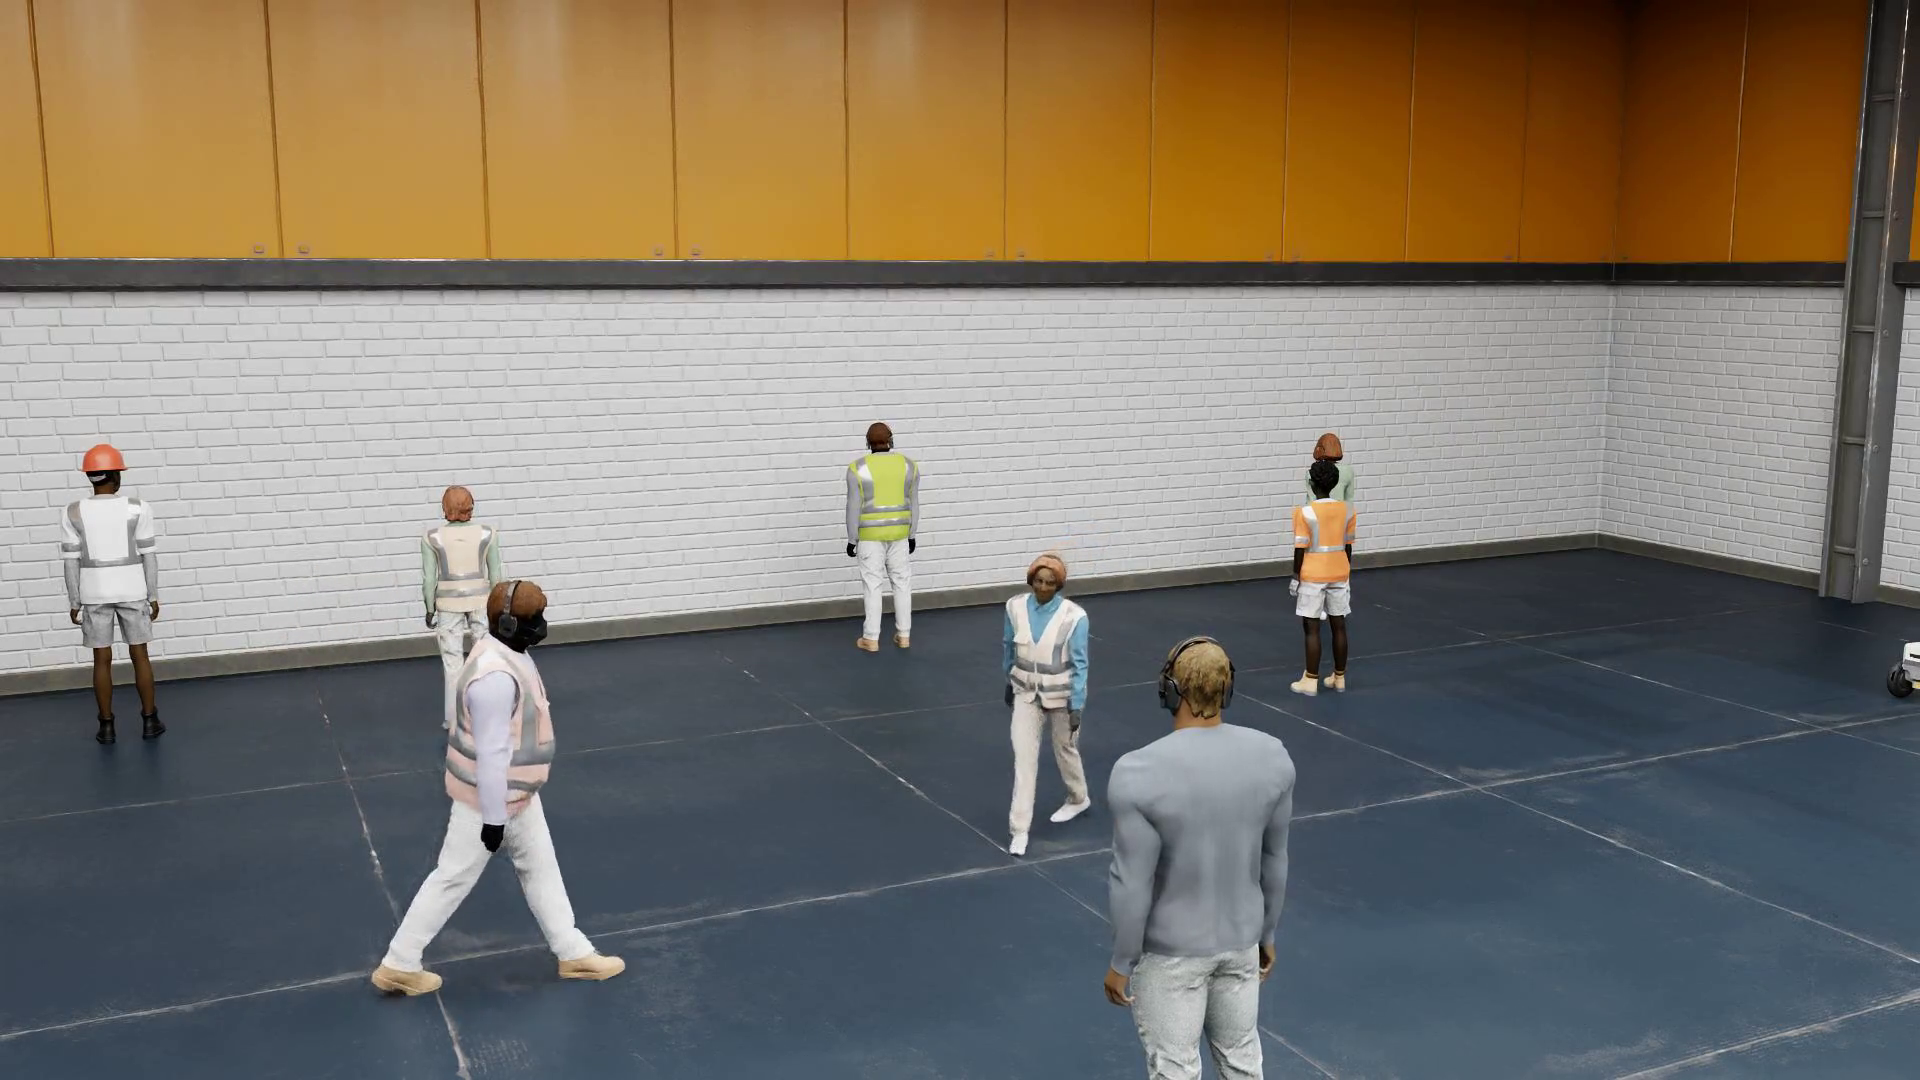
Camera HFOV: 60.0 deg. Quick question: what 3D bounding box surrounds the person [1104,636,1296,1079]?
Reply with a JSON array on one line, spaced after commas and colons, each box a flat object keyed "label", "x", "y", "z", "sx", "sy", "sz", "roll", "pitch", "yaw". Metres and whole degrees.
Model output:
[{"label": "person", "x": 0.725, "y": 1.249, "z": 5.134, "sx": 0.629, "sy": 1.940, "sz": 0.377, "roll": -4, "pitch": 10, "yaw": -23}]

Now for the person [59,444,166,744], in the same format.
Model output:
[{"label": "person", "x": -5.461, "y": 0.350, "z": 10.728, "sx": 0.547, "sy": 1.934, "sz": 0.375, "roll": -4, "pitch": 10, "yaw": -23}]

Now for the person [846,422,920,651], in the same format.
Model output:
[{"label": "person", "x": -0.632, "y": -0.027, "z": 13.364, "sx": 0.624, "sy": 1.841, "sz": 0.430, "roll": -4, "pitch": 10, "yaw": -23}]

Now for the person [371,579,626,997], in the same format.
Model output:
[{"label": "person", "x": -1.984, "y": 1.042, "z": 6.942, "sx": 1.019, "sy": 1.787, "sz": 0.631, "roll": -1, "pitch": 9, "yaw": -7}]

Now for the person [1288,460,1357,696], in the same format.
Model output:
[{"label": "person", "x": 2.596, "y": 0.272, "z": 11.943, "sx": 0.536, "sy": 1.697, "sz": 0.322, "roll": -4, "pitch": 10, "yaw": -23}]

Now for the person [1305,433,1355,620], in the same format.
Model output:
[{"label": "person", "x": 3.217, "y": -0.118, "z": 14.557, "sx": 0.501, "sy": 1.633, "sz": 0.285, "roll": -4, "pitch": 10, "yaw": -23}]

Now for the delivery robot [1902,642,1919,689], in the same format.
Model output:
[{"label": "delivery robot", "x": 7.023, "y": 0.827, "z": 11.747, "sx": 0.707, "sy": 0.478, "sz": 0.477, "roll": -4, "pitch": 10, "yaw": -25}]

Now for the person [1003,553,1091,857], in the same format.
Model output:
[{"label": "person", "x": 0.459, "y": 0.826, "z": 8.870, "sx": 0.550, "sy": 1.578, "sz": 0.836, "roll": 4, "pitch": 10, "yaw": 26}]

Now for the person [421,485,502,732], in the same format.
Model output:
[{"label": "person", "x": -3.270, "y": 0.459, "z": 10.954, "sx": 0.515, "sy": 1.641, "sz": 0.315, "roll": -4, "pitch": 10, "yaw": -23}]
